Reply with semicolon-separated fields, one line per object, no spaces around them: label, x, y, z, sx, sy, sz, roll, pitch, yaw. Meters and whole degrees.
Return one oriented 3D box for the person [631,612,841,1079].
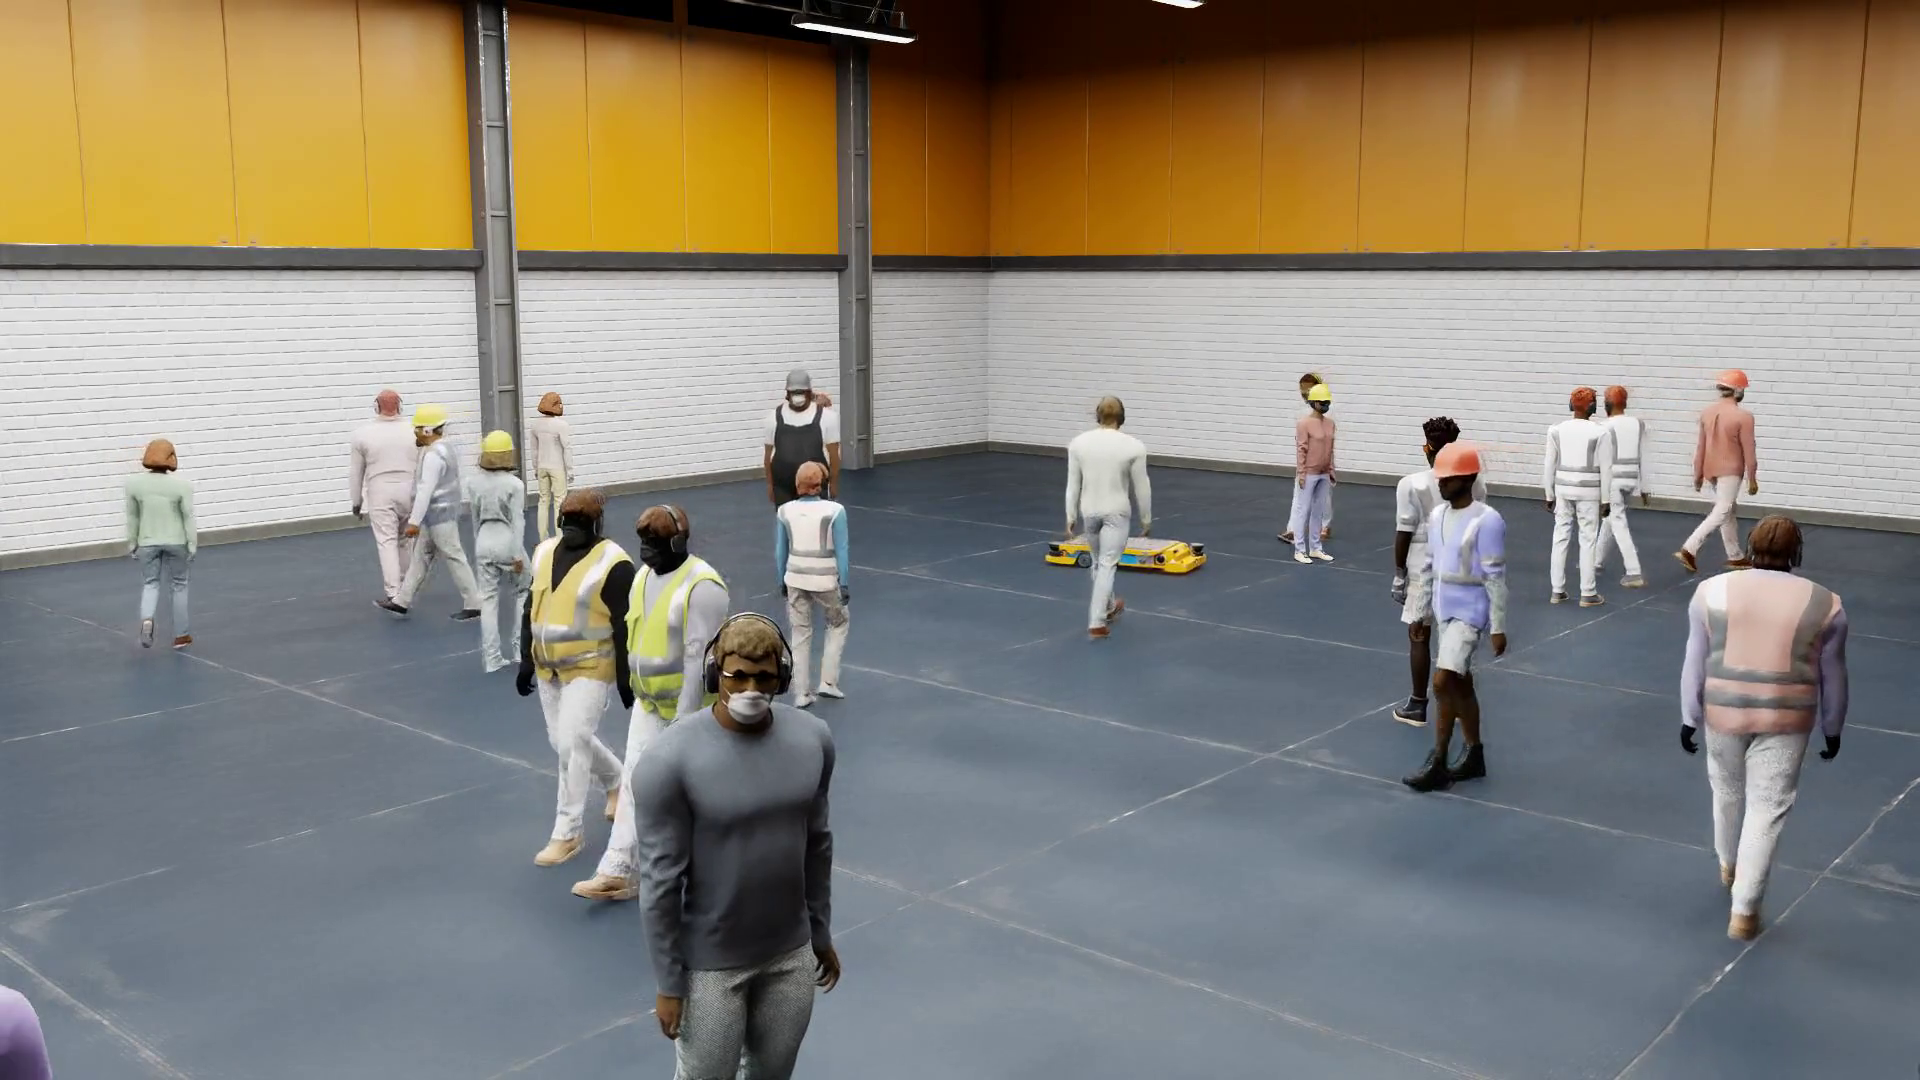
person;-0.591;1.146;4.596;0.629;1.937;0.379;-8;12;-41

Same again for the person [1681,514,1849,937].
person;3.560;0.775;7.356;0.648;1.792;0.952;6;11;32

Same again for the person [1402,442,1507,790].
person;2.663;0.420;9.200;0.763;1.912;0.584;-3;10;-19

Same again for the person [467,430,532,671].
person;-3.293;0.067;12.018;0.497;1.723;0.598;2;9;14

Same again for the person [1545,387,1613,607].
person;5.310;-0.372;14.286;0.573;1.883;0.356;8;12;42

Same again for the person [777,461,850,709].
person;-0.948;0.291;10.927;0.551;1.619;0.472;3;10;20

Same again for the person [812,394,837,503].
person;-1.499;-0.702;17.199;0.472;1.621;0.506;-8;12;-39

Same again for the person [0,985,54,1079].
person;-1.988;1.396;3.211;0.591;1.873;0.997;0;9;2

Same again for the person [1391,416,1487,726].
person;3.027;0.194;10.542;0.620;1.953;0.393;-3;9;-16

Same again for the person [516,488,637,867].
person;-1.872;0.626;8.276;0.628;1.806;0.837;6;11;33

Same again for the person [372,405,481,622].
person;-4.336;-0.203;13.525;0.924;1.781;0.591;-2;9;-13

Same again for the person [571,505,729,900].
person;-1.347;0.751;7.490;0.642;1.802;0.927;8;12;42

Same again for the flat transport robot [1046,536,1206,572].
flat transport robot;1.618;0.123;16.228;1.431;0.197;0.652;4;10;23

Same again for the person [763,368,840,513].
person;-1.435;-0.572;15.048;0.689;2.000;0.706;0;9;0

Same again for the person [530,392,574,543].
person;-4.213;-0.715;17.223;0.507;1.632;0.272;4;10;26

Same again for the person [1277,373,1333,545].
person;3.726;-0.855;17.565;0.543;1.804;1.014;7;12;39

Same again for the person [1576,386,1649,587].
person;6.046;-0.505;15.326;0.585;1.831;1.010;-3;10;-18

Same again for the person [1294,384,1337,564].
person;3.525;-0.655;16.429;0.524;1.769;0.314;-7;11;-37

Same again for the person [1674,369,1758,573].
person;7.250;-0.654;15.846;0.975;1.964;0.620;-3;9;-16

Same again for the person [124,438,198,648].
person;-6.008;0.043;12.516;0.509;1.613;0.546;-2;9;-11

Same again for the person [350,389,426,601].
person;-4.896;-0.367;14.338;0.659;1.865;0.977;-4;10;-25

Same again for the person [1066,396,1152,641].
person;1.194;-0.191;13.162;0.658;1.883;1.026;4;10;26
